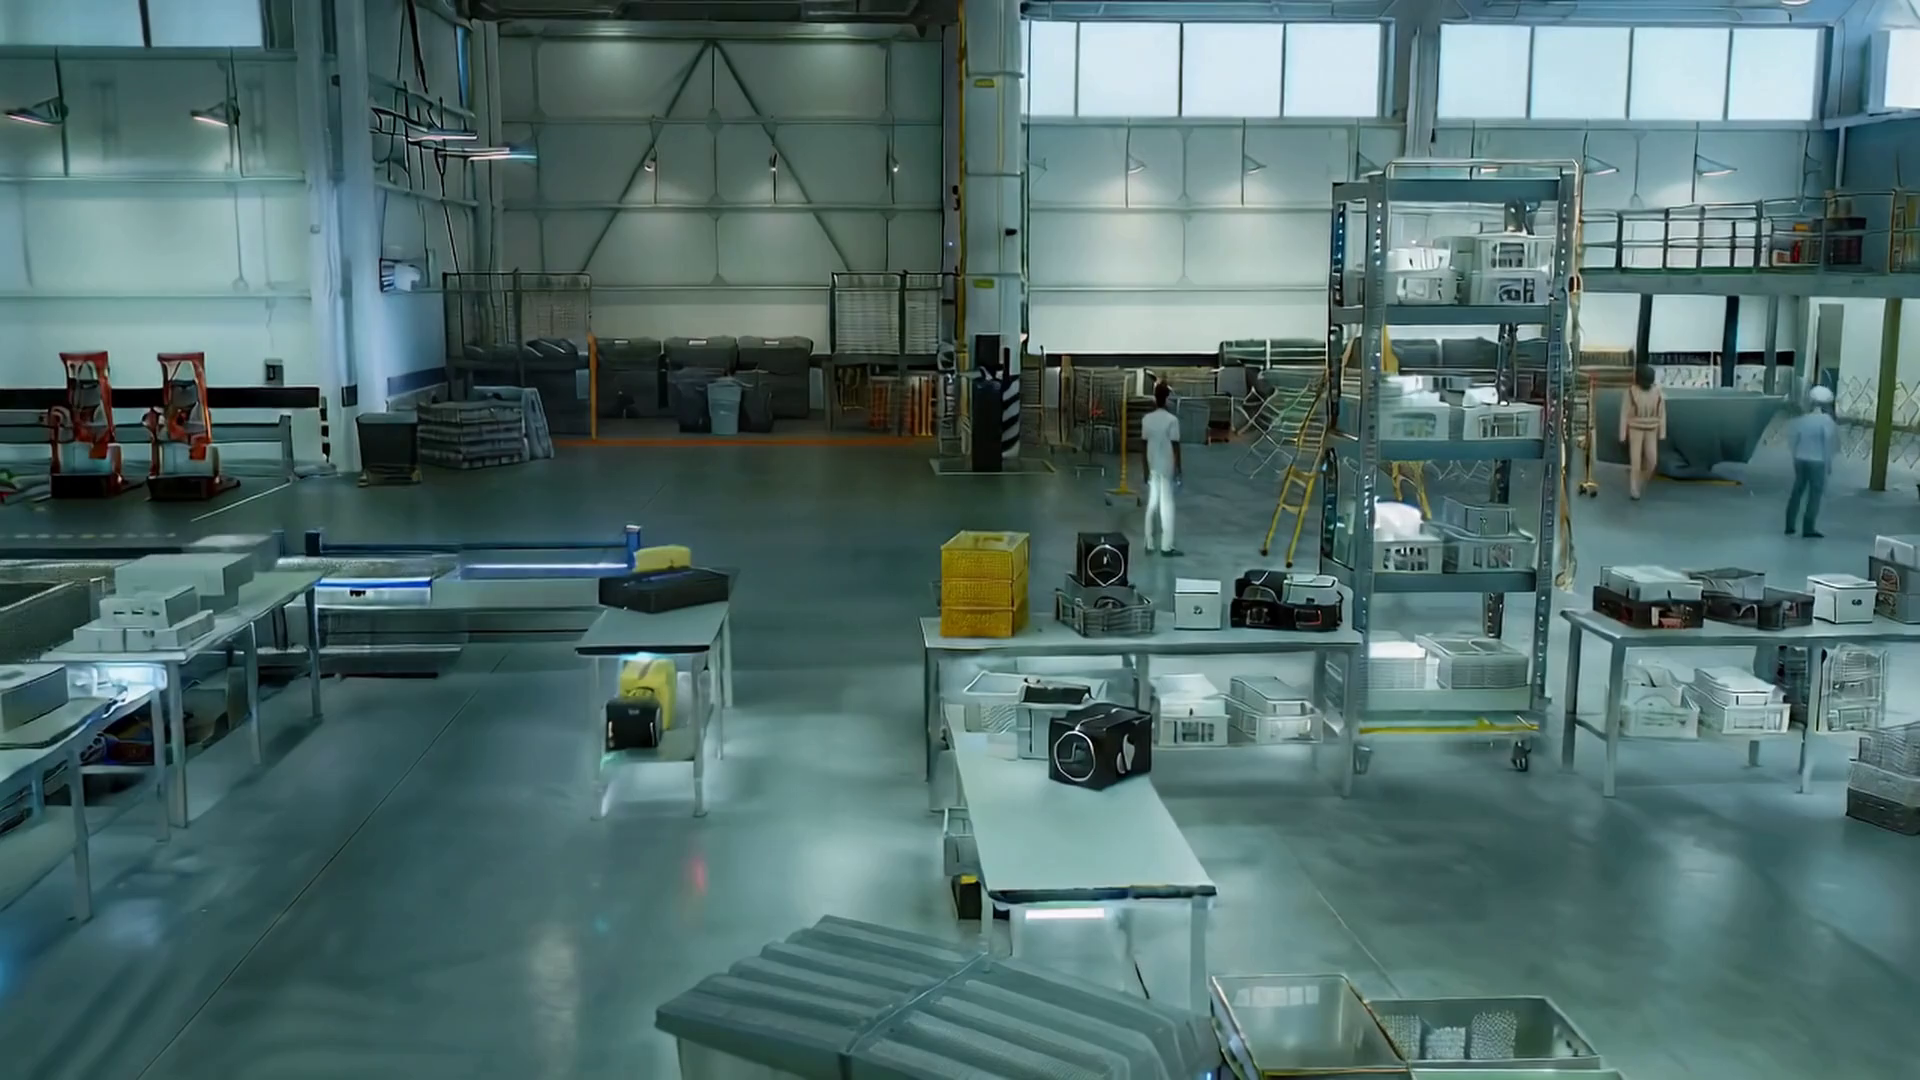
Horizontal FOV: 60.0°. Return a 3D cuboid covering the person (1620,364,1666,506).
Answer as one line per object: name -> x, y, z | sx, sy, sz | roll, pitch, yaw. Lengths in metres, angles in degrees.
person -> 8.988, -1.390, 21.974 | 0.593, 1.871, 0.509 | 0, 9, 2

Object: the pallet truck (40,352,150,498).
pallet truck -> -11.907, -1.642, 23.165 | 0.823, 1.965, 1.885 | 0, 9, 0

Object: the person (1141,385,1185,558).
person -> 2.173, -0.733, 17.876 | 0.516, 1.865, 0.329 | 9, 13, 43

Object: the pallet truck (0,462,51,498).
pallet truck -> -13.193, -1.293, 23.148 | 0.653, 1.274, 1.630 | -1, 9, -4

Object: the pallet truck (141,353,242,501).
pallet truck -> -10.520, -1.604, 22.925 | 0.823, 1.965, 1.885 | -1, 9, -6

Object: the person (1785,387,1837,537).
person -> 9.881, -0.901, 19.342 | 0.316, 1.741, 0.663 | -3, 9, -17
